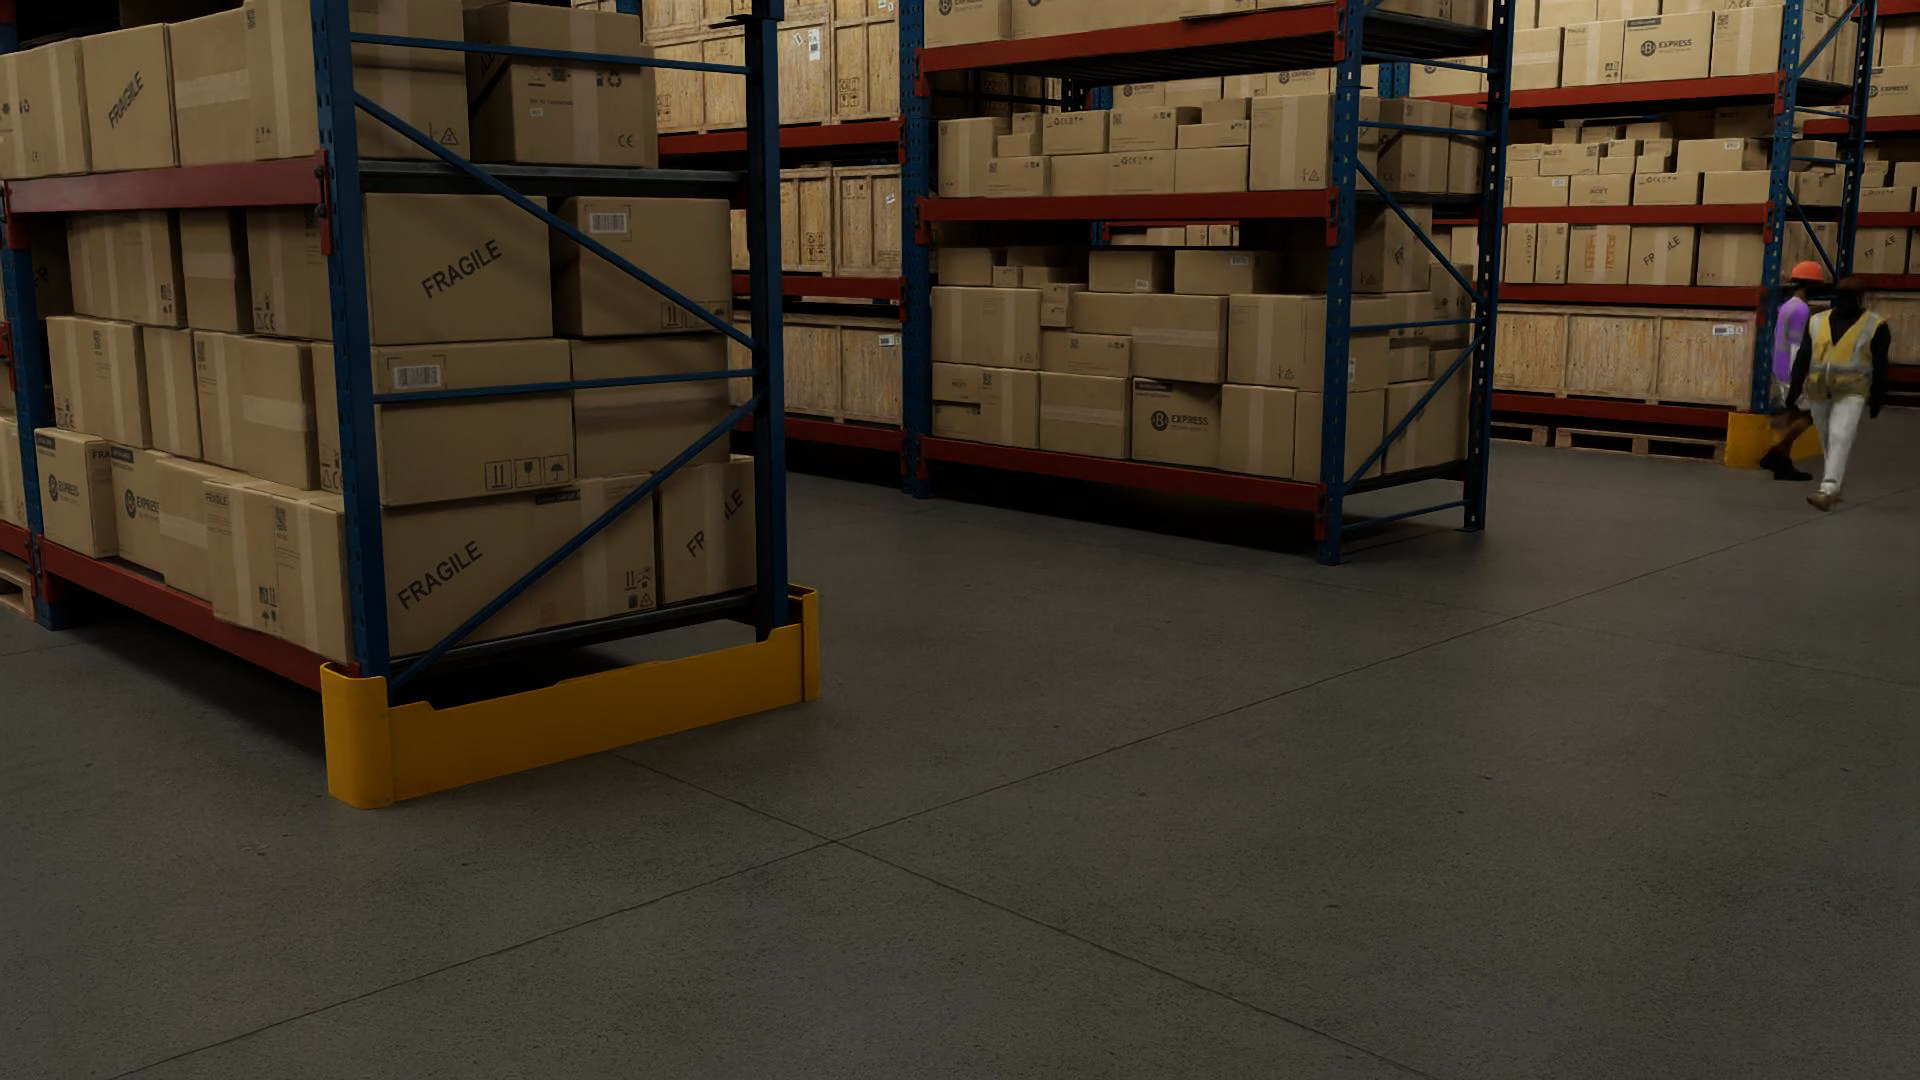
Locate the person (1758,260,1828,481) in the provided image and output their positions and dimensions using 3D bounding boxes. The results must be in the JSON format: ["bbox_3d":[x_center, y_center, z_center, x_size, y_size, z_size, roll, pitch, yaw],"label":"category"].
[{"bbox_3d":[7.246,-1.447,14.379,0.391,1.914,0.591,3,11,16],"label":"person"}]

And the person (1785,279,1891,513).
[{"bbox_3d":[6.784,-1.121,12.932,0.963,1.790,0.630,-8,13,-37],"label":"person"}]
